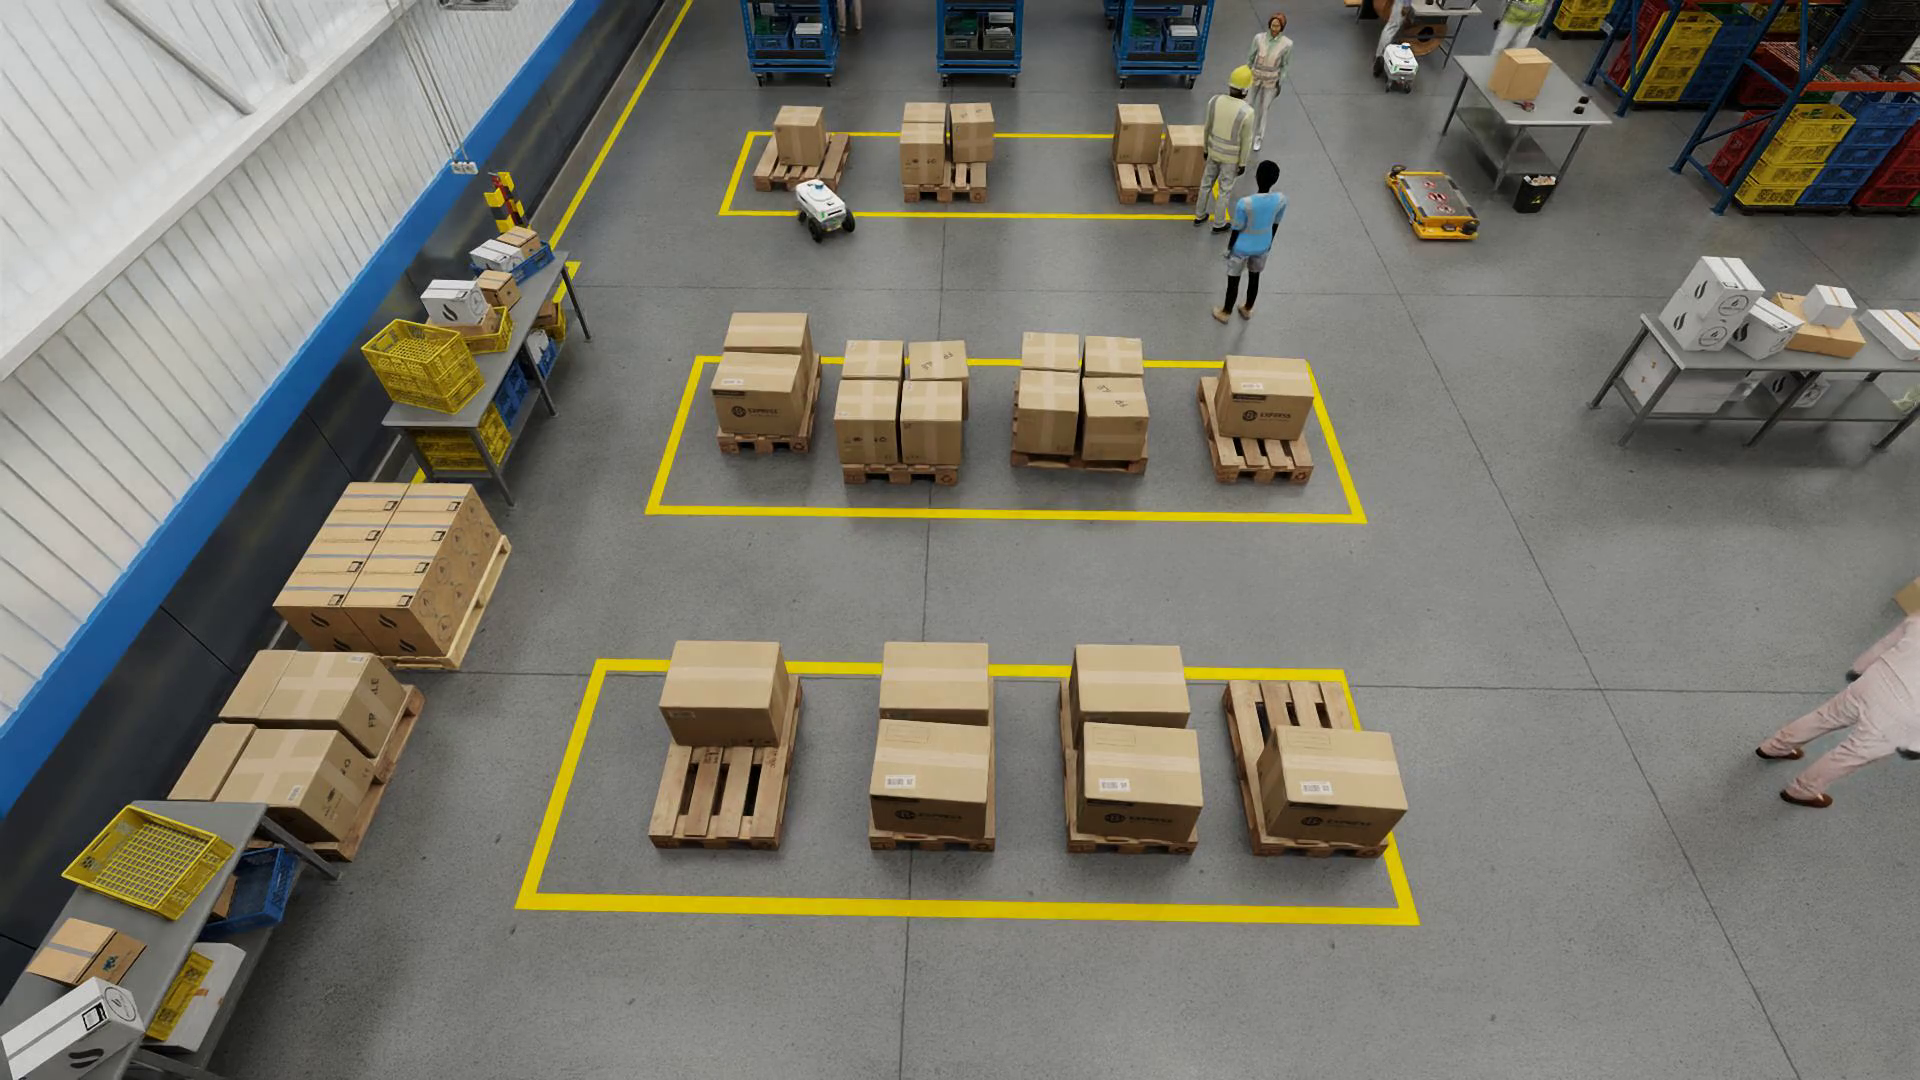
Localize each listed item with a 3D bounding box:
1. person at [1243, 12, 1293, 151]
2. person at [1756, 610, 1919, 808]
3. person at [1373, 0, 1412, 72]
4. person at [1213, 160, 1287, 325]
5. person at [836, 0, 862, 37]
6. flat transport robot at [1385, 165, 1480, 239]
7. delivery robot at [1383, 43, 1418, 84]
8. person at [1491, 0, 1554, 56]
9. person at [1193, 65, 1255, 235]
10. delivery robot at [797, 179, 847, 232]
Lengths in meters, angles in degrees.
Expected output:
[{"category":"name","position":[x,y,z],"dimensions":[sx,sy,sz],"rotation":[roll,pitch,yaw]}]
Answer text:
[{"category":"person","position":[3.846,-5.812,11.645],"dimensions":[0.514,1.642,0.310],"rotation":[18,52,15]},{"category":"person","position":[5.709,0.996,5.588],"dimensions":[0.399,1.900,0.653],"rotation":[3,49,3]},{"category":"person","position":[6.431,-7.839,13.216],"dimensions":[0.372,1.930,0.626],"rotation":[14,51,12]},{"category":"person","position":[2.881,-2.928,9.112],"dimensions":[0.540,1.696,0.317],"rotation":[-12,50,-10]},{"category":"person","position":[-1.748,-8.819,14.029],"dimensions":[0.631,1.980,0.411],"rotation":[-19,52,-16]},{"category":"flat transport robot","position":[5.692,-4.094,11.059],"dimensions":[0.652,0.197,1.431],"rotation":[1,49,1]},{"category":"delivery robot","position":[6.371,-6.919,13.258],"dimensions":[0.477,0.478,0.707],"rotation":[5,49,4]},{"category":"person","position":[7.837,-7.293,12.819],"dimensions":[0.652,1.805,0.506],"rotation":[4,49,4]},{"category":"person","position":[2.969,-4.329,10.234],"dimensions":[0.404,1.837,0.590],"rotation":[-36,58,-27]},{"category":"delivery robot","position":[-1.616,-3.940,10.679],"dimensions":[0.477,0.478,0.707],"rotation":[-25,54,-20]}]
